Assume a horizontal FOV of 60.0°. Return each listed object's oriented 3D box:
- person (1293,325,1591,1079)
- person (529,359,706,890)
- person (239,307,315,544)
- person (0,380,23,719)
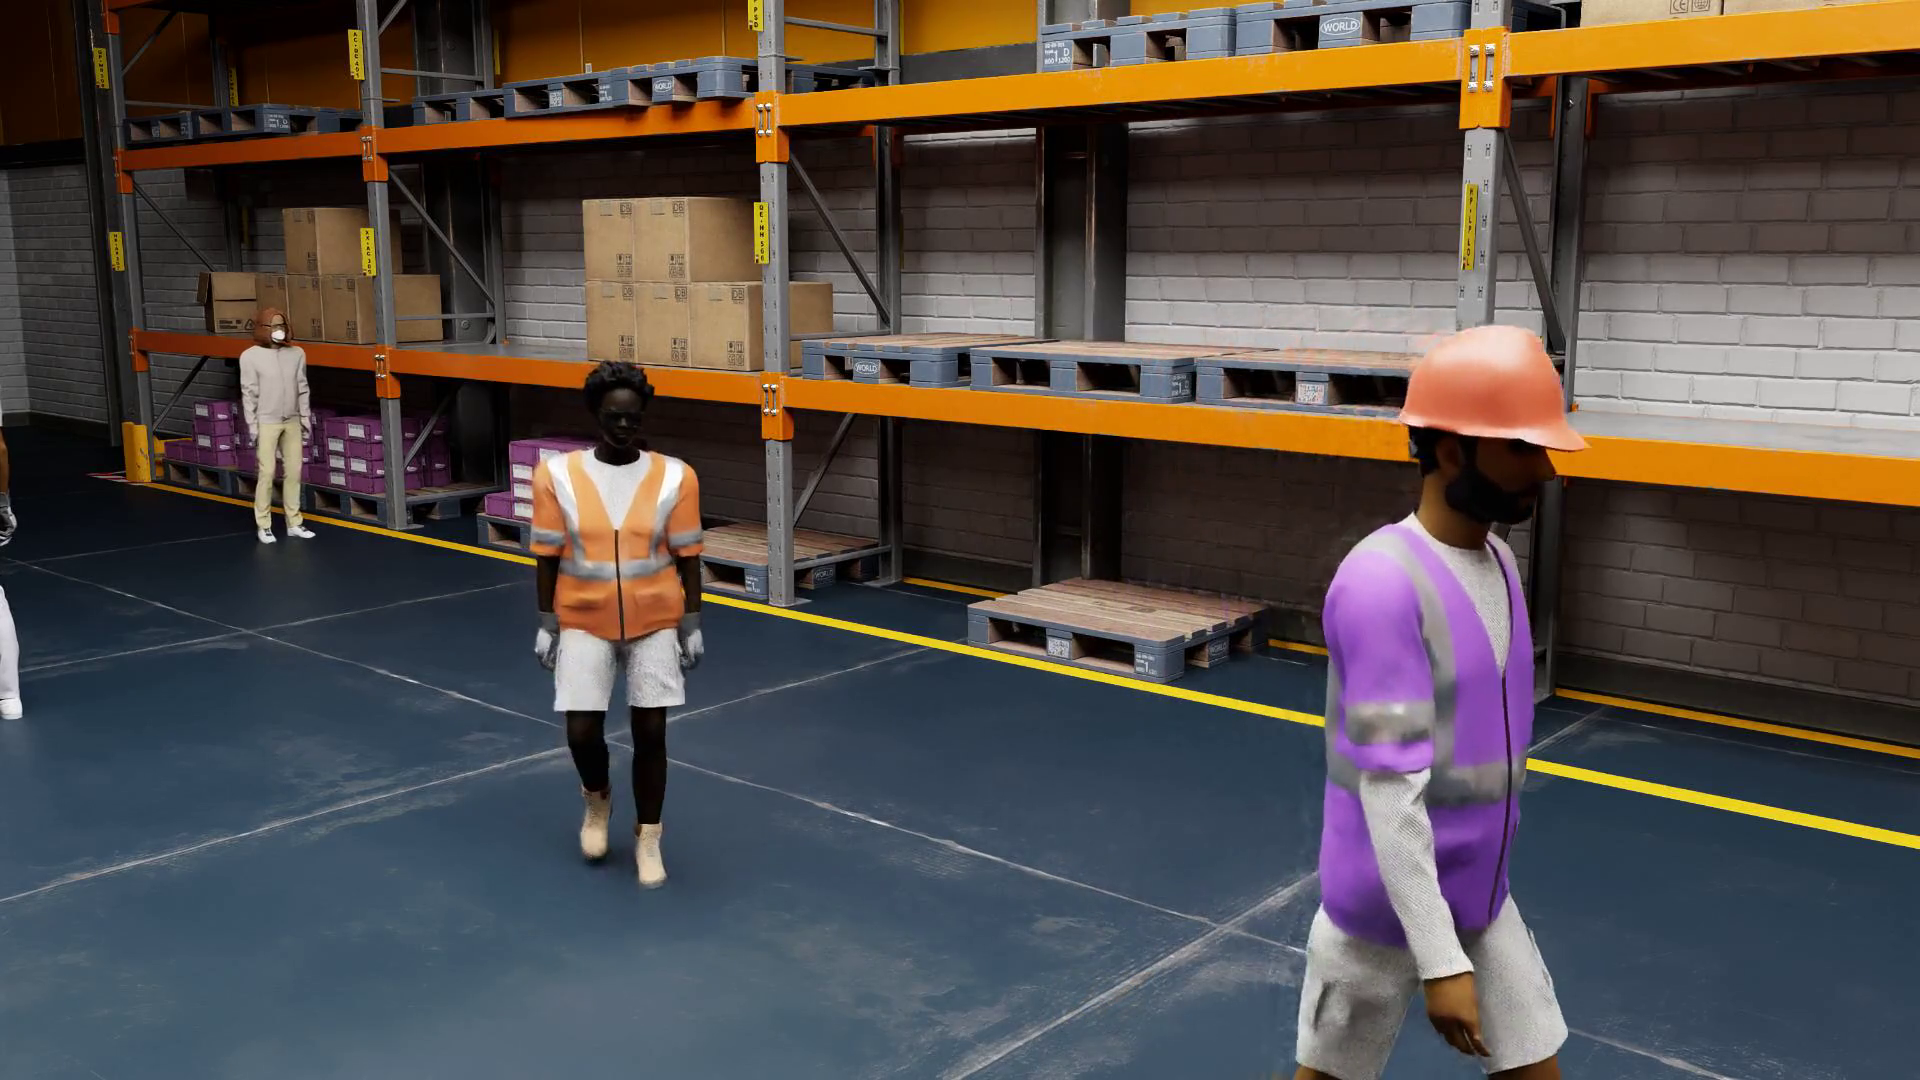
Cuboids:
[{"bbox_3d":[0.867,0.601,2.784,0.558,1.889,0.948,-9,13,-42],"label":"person"},{"bbox_3d":[-1.065,0.270,5.243,0.546,1.682,0.372,-2,10,-14],"label":"person"},{"bbox_3d":[-4.711,-0.793,11.492,0.287,1.623,0.500,7,12,33],"label":"person"},{"bbox_3d":[-4.245,-0.125,6.979,0.312,1.869,0.538,5,11,28],"label":"person"}]
